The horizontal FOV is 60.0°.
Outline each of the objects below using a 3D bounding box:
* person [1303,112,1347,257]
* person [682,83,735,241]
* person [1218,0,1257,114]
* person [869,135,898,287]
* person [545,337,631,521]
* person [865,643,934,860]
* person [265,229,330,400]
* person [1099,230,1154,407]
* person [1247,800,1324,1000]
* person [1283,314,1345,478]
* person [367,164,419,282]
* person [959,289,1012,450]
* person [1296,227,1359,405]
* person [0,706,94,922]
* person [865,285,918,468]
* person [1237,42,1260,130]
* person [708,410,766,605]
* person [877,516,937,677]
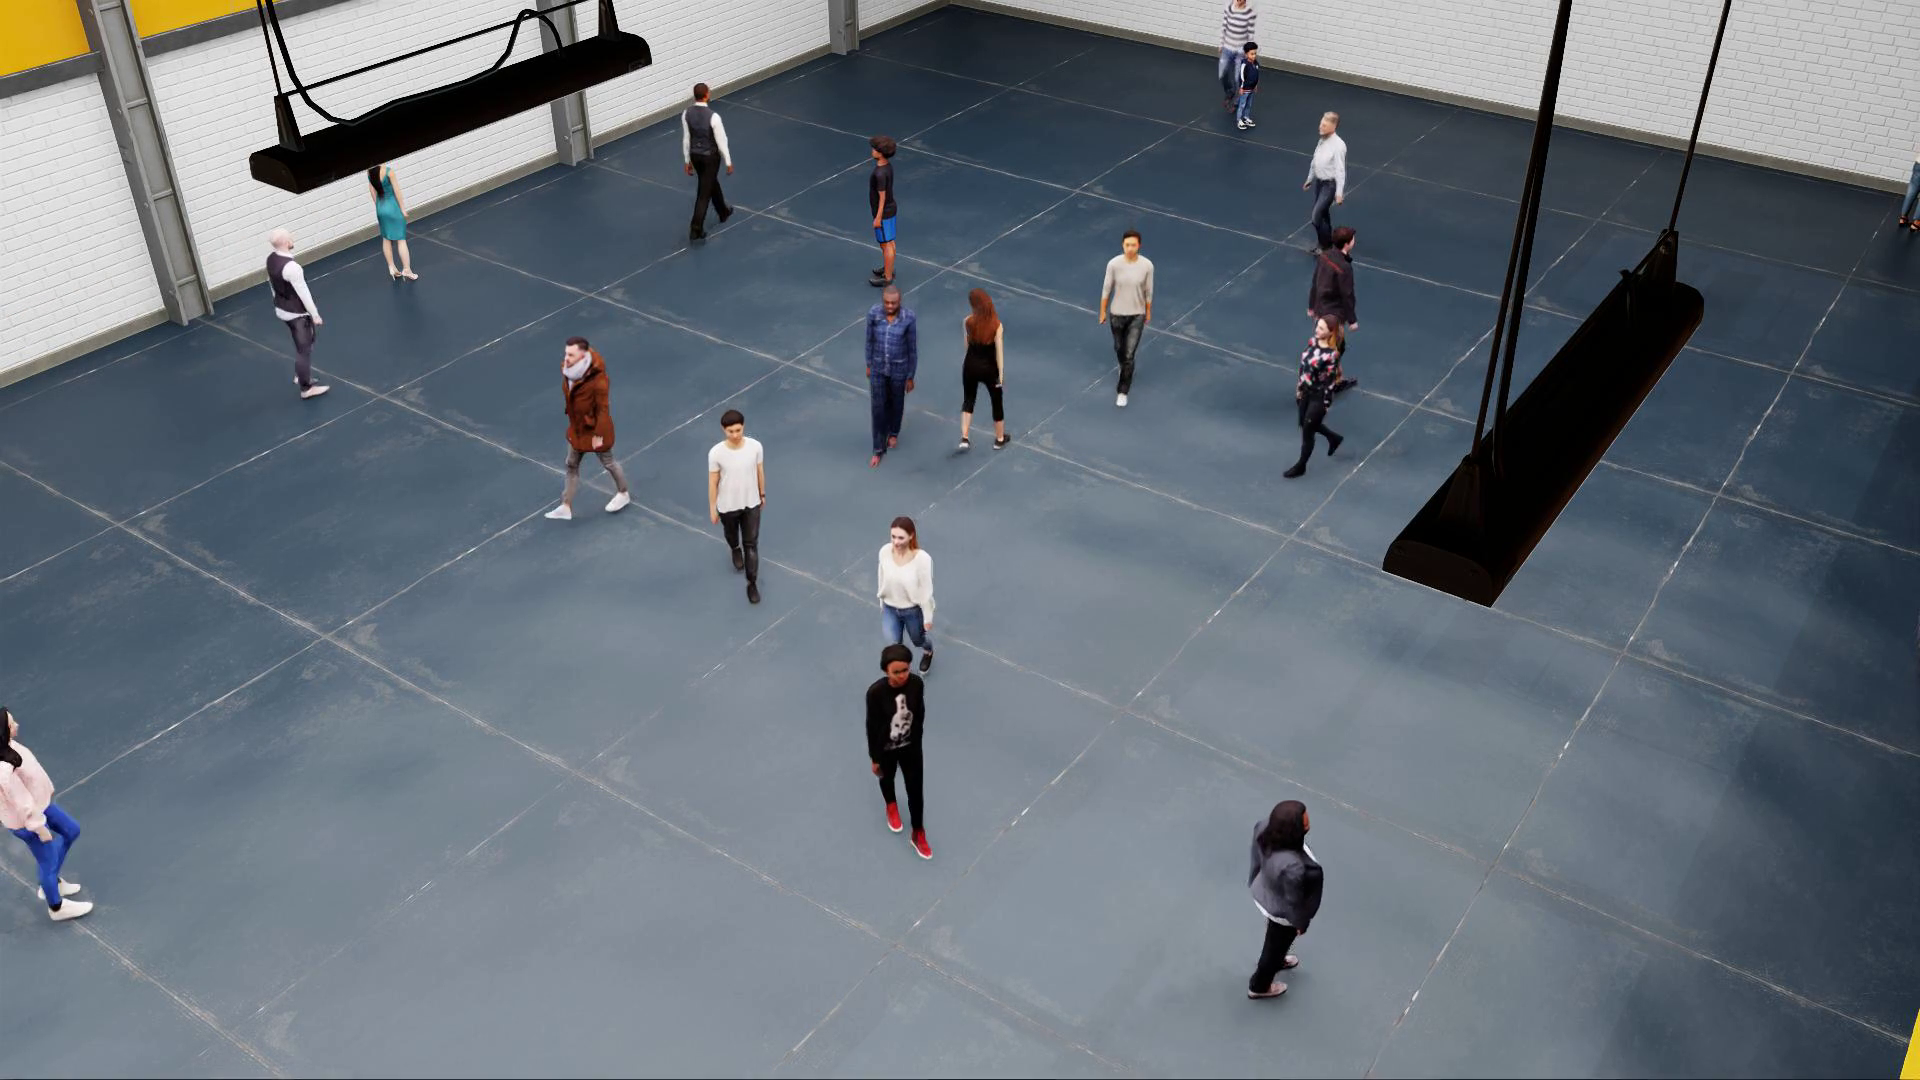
[{"bbox_3d":[4.469,-4.253,19.885,0.847,1.801,0.799,-7,34,-10],"label":"person"},{"bbox_3d":[-3.150,-4.576,20.312,0.874,1.866,1.349,14,36,21],"label":"person"},{"bbox_3d":[4.064,-7.172,24.241,0.681,1.840,0.665,19,38,26],"label":"person"},{"bbox_3d":[-0.872,-3.815,19.226,0.764,1.800,0.662,5,34,7],"label":"person"},{"bbox_3d":[-3.263,-1.033,15.042,0.737,1.800,1.060,23,40,31],"label":"person"},{"bbox_3d":[-0.475,1.368,11.562,0.920,1.652,0.948,-9,35,-13],"label":"person"},{"bbox_3d":[-6.814,-2.255,16.871,0.740,1.809,0.684,29,43,36],"label":"person"},{"bbox_3d":[1.717,-2.351,17.046,0.989,1.776,1.242,6,34,9],"label":"person"},{"bbox_3d":[1.921,2.247,10.304,0.870,1.581,0.818,-8,34,-11],"label":"person"},{"bbox_3d":[3.416,-1.375,15.676,1.002,1.667,0.881,-12,35,-17],"label":"person"},{"bbox_3d":[-6.633,-3.816,19.330,0.600,1.686,0.575,11,35,15],"label":"person"},{"bbox_3d":[0.149,-1.597,15.984,0.755,1.696,0.902,15,37,22],"label":"person"},{"bbox_3d":[3.640,-2.225,16.744,1.108,1.899,1.033,-6,34,-10],"label":"person"},{"bbox_3d":[-6.125,1.817,10.791,0.794,1.759,0.775,-14,36,-19],"label":"person"},{"bbox_3d":[-0.647,-1.674,16.012,0.957,1.792,1.103,5,34,7],"label":"person"},{"bbox_3d":[4.127,-6.526,23.827,0.513,1.221,0.632,-23,40,-30],"label":"person"},{"bbox_3d":[-1.902,-0.373,14.154,1.114,1.683,1.143,-8,34,-12],"label":"person"},{"bbox_3d":[-0.390,0.520,12.830,0.820,1.661,1.166,11,35,16],"label":"person"}]
